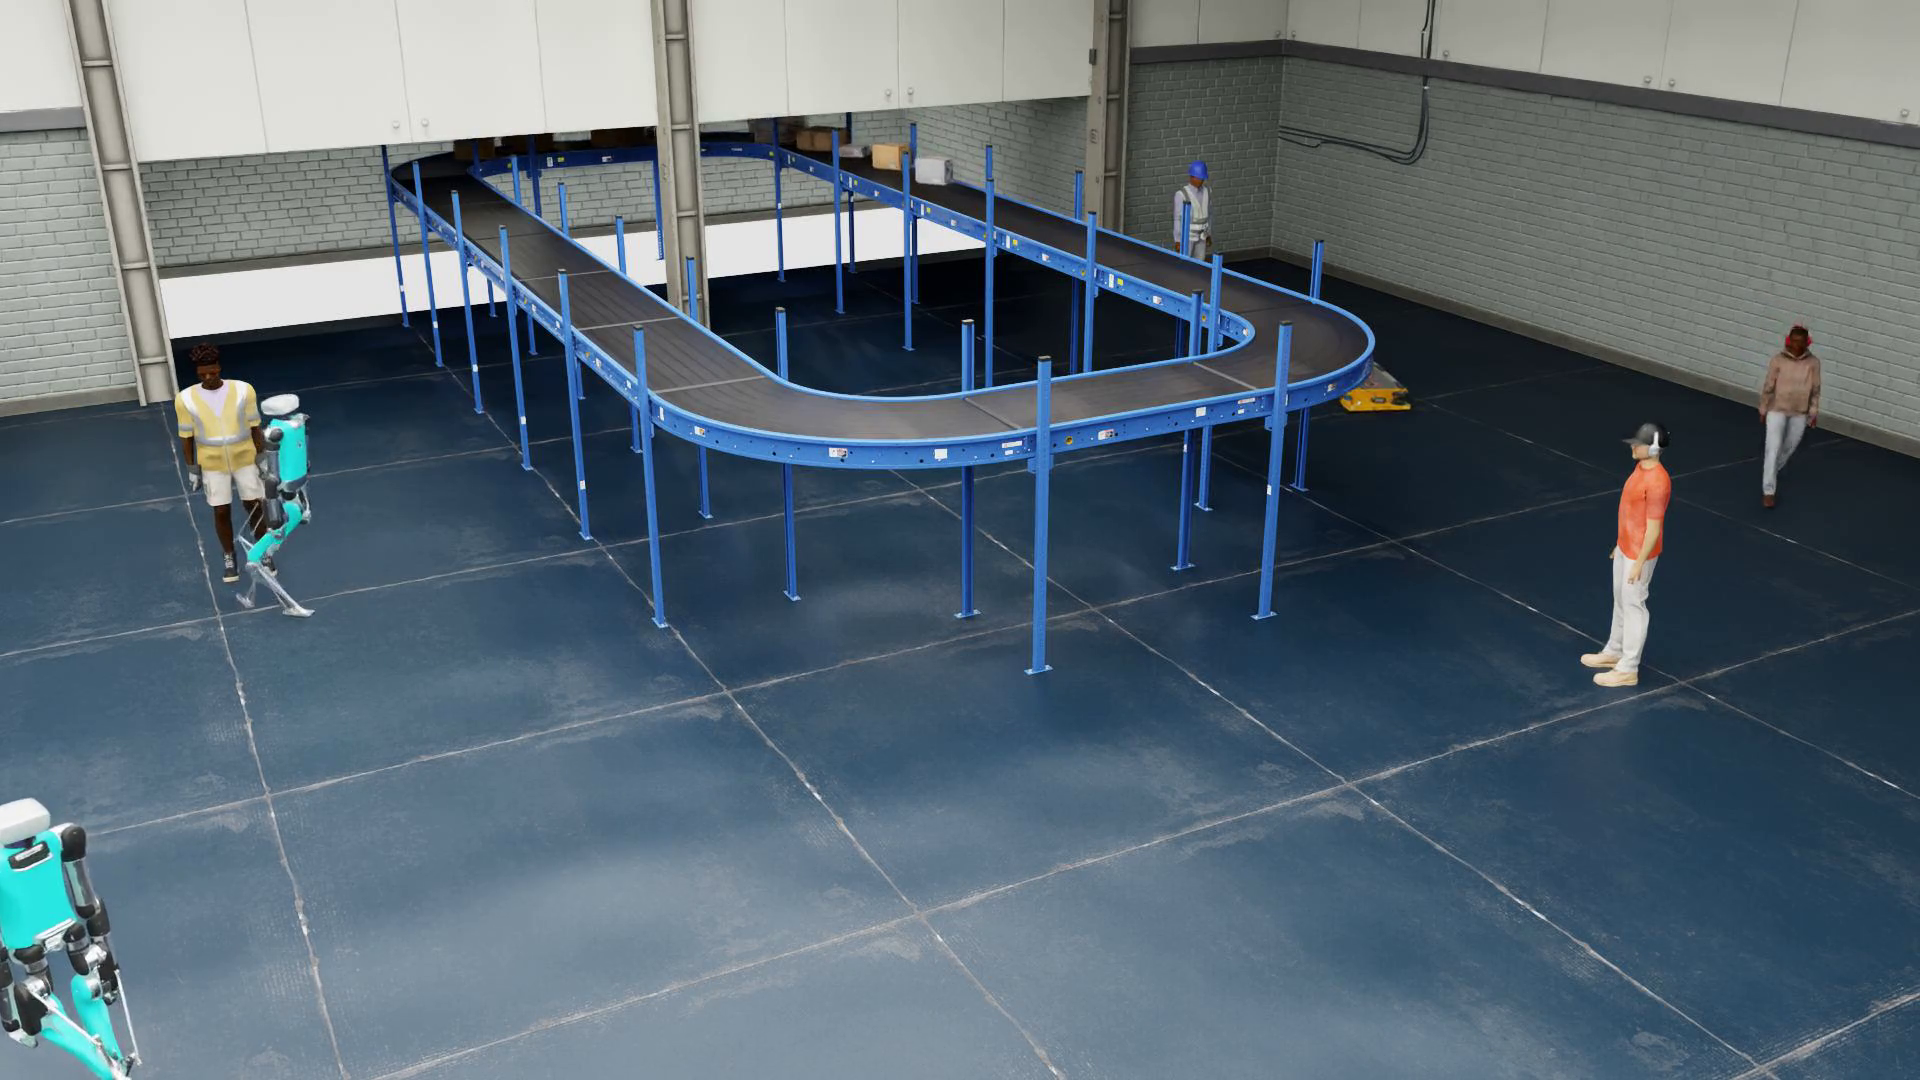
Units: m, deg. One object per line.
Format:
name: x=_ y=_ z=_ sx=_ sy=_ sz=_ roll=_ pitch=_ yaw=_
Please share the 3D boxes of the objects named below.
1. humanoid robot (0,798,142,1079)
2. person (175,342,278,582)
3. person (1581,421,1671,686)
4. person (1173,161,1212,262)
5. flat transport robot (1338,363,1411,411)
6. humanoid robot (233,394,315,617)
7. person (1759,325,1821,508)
humanoid robot: x=-3.670 y=1.996 z=7.063 sx=1.029 sy=1.763 sz=0.536 roll=13 pitch=25 yaw=29
person: x=-5.804 y=-0.616 z=13.161 sx=0.611 sy=1.952 sz=0.381 roll=-11 pitch=24 yaw=-24
person: x=4.624 y=0.089 z=11.469 sx=0.387 sy=1.913 sz=0.477 roll=2 pitch=22 yaw=5
person: x=2.974 y=-3.874 z=21.242 sx=0.611 sy=1.933 sz=0.414 roll=-15 pitch=27 yaw=-33
flat transport robot: x=4.338 y=-1.685 z=18.041 sx=0.659 sy=0.231 sz=1.431 roll=-2 pitch=22 yaw=-4
humanoid robot: x=-5.265 y=-0.203 z=12.504 sx=0.881 sy=1.840 sz=0.556 roll=3 pitch=22 yaw=7
person: x=7.428 y=-1.165 z=14.940 sx=0.461 sy=1.621 sz=0.782 roll=6 pitch=23 yaw=13
